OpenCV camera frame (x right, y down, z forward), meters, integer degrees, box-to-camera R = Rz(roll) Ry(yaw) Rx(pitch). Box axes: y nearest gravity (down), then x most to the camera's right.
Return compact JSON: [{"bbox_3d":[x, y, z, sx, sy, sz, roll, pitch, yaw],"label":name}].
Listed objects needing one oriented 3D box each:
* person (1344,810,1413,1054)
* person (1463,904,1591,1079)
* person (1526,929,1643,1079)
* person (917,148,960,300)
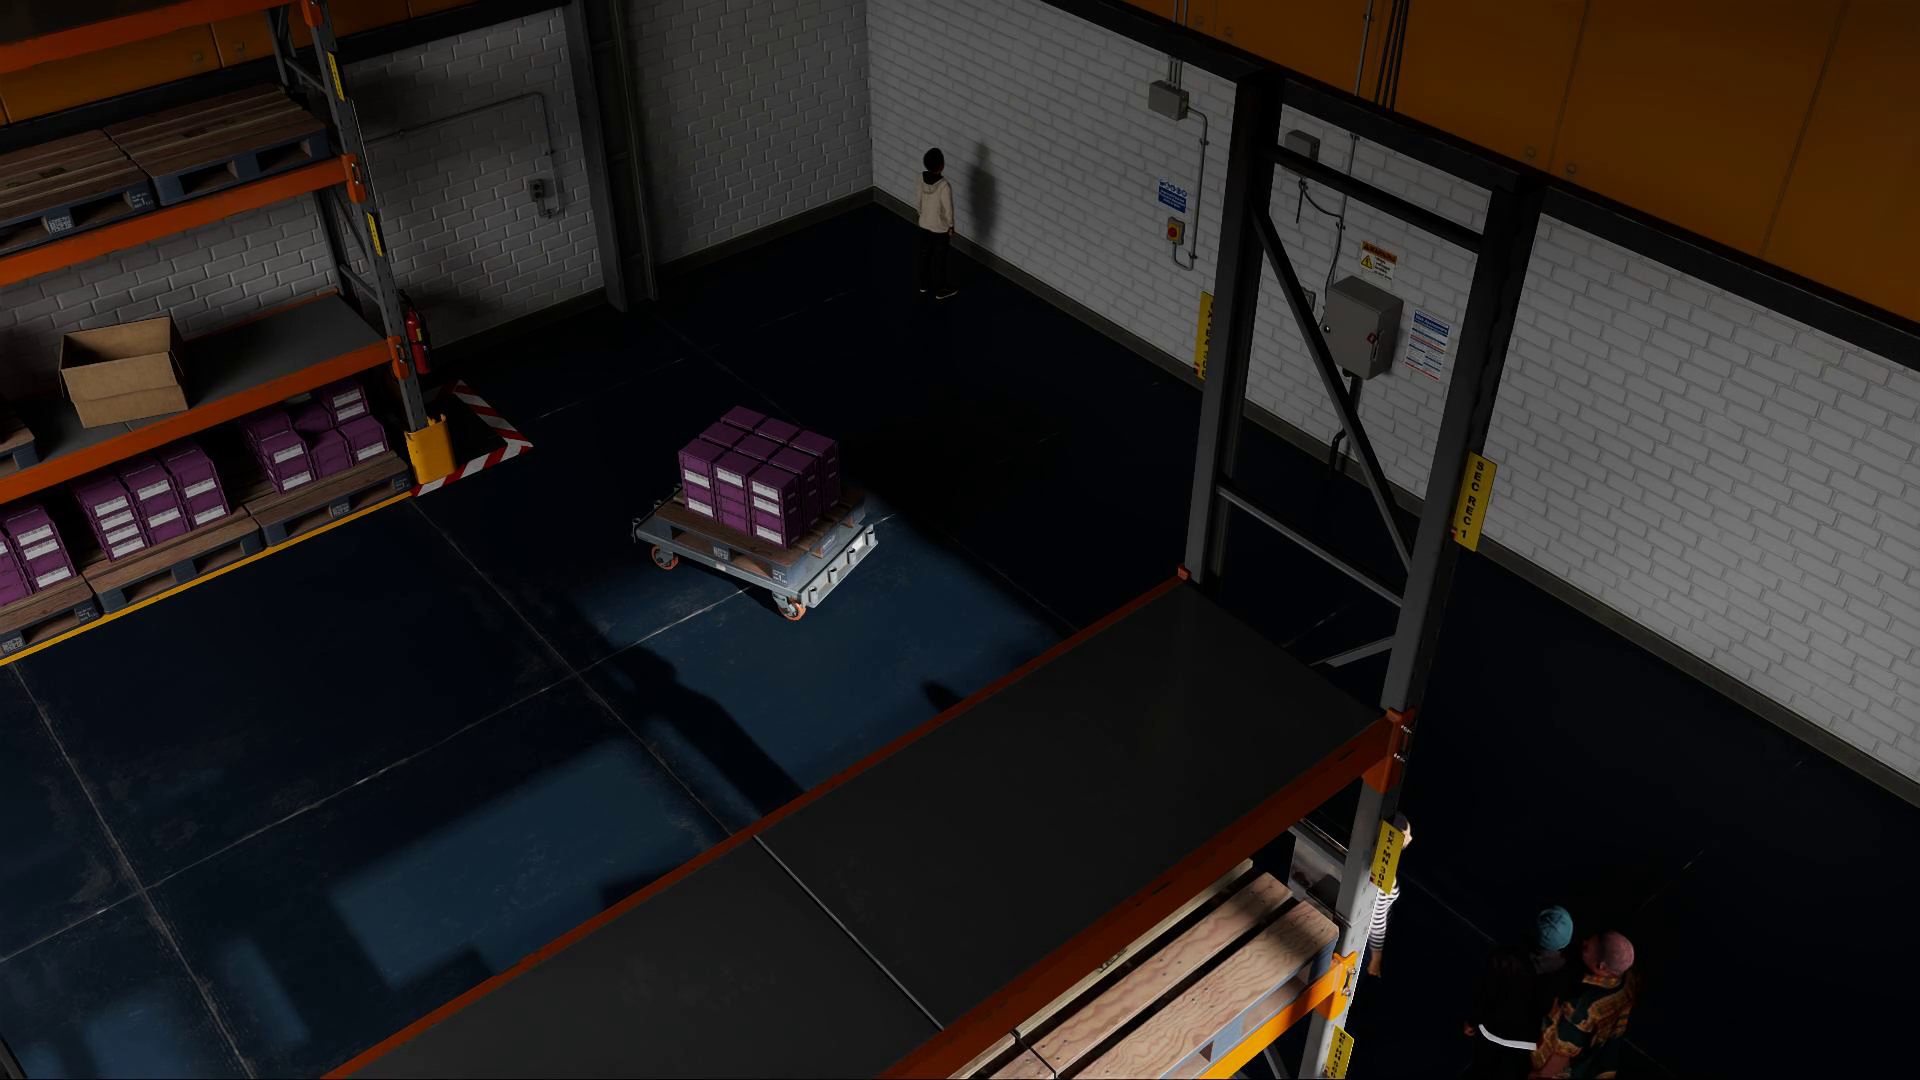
[{"bbox_3d":[2.132,2.060,8.808,0.689,1.796,0.653,0,39,0],"label":"person"},{"bbox_3d":[2.795,2.437,8.319,0.759,1.818,0.806,5,39,7],"label":"person"},{"bbox_3d":[3.030,2.531,8.209,0.590,1.807,0.757,-30,47,-32],"label":"person"},{"bbox_3d":[-0.237,-2.922,15.316,0.602,1.458,0.552,30,47,32],"label":"person"}]
